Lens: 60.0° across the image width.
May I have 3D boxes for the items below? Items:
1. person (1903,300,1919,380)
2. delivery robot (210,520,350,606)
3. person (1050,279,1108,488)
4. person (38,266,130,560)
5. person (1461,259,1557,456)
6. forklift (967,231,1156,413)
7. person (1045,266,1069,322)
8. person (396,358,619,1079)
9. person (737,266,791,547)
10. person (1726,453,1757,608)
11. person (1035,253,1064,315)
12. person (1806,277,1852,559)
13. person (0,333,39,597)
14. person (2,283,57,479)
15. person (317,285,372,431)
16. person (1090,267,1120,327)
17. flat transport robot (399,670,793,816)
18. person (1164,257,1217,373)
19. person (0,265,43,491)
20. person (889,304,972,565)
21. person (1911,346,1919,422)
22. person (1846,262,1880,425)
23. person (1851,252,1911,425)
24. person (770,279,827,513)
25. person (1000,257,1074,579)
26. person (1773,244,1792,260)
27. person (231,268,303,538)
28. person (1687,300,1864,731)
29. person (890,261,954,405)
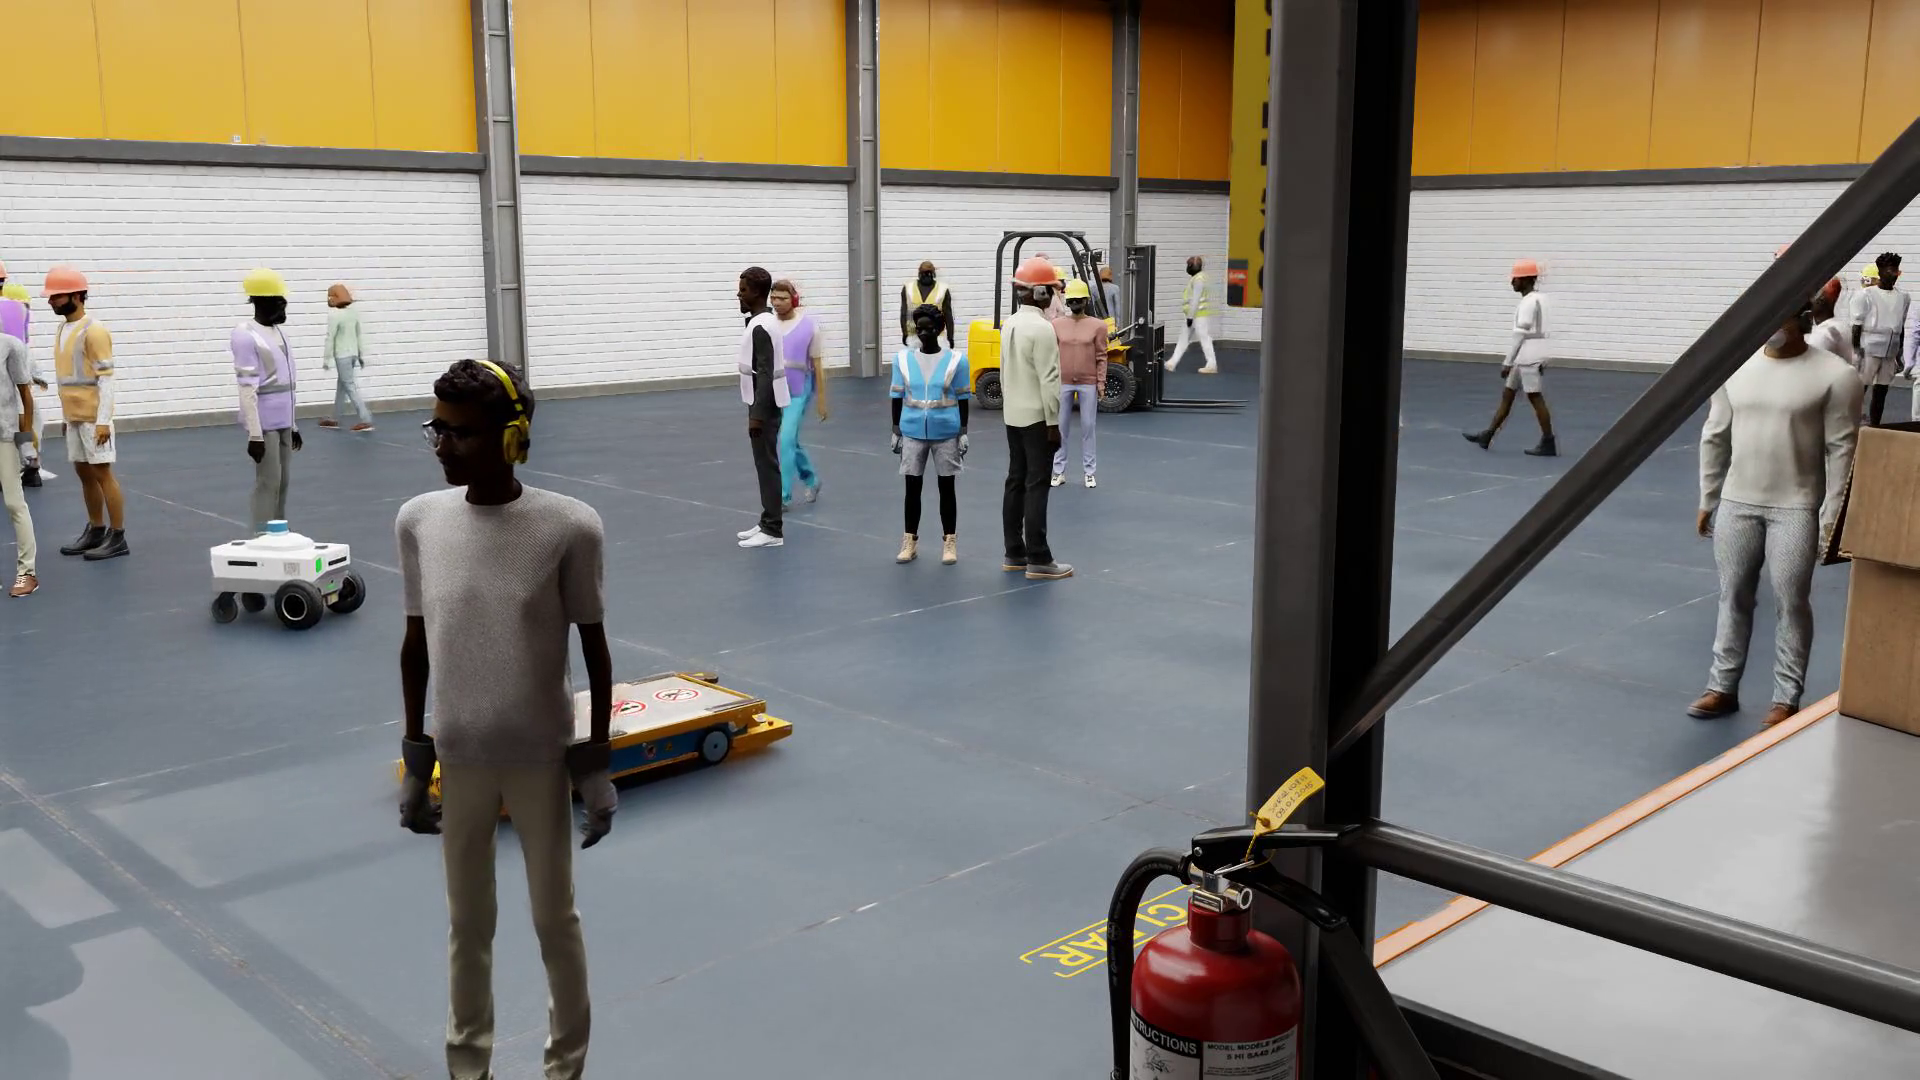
[{"bbox_3d":[9.274,-1.666,15.647,0.682,1.890,0.536,7,12,33],"label":"person"},{"bbox_3d":[-3.765,0.133,9.218,0.707,0.478,0.477,2,11,12],"label":"delivery robot"},{"bbox_3d":[0.985,-1.321,14.098,0.525,1.769,0.315,2,11,10],"label":"person"},{"bbox_3d":[-5.789,-0.829,10.956,0.551,1.932,0.378,8,13,36],"label":"person"},{"bbox_3d":[5.403,-1.770,16.194,0.977,1.887,0.563,5,11,25],"label":"person"},{"bbox_3d":[1.222,-2.721,20.561,2.313,2.155,1.214,2,11,13],"label":"forklift"},{"bbox_3d":[1.115,-2.308,19.473,0.309,1.772,0.525,1,10,8],"label":"person"},{"bbox_3d":[-1.042,0.516,3.820,0.520,1.865,0.335,1,10,7],"label":"person"},{"bbox_3d":[-1.358,-0.912,11.449,0.391,1.920,0.593,-1,10,-7],"label":"person"},{"bbox_3d":[4.692,-0.555,9.847,0.508,1.809,0.970,3,11,16],"label":"person"},{"bbox_3d":[1.246,-3.420,25.280,0.660,1.854,0.970,1,10,3],"label":"person"},{"bbox_3d":[5.578,-0.805,11.000,0.604,1.864,0.616,8,13,36],"label":"person"},{"bbox_3d":[-5.723,-0.587,9.812,0.528,1.869,0.313,0,10,1],"label":"person"},{"bbox_3d":[-8.194,-1.377,14.546,0.635,1.714,0.483,-4,11,-20],"label":"person"},{"bbox_3d":[-6.789,-1.993,18.235,0.779,1.591,0.519,2,11,13],"label":"person"},{"bbox_3d":[2.294,-3.516,26.429,0.507,1.631,0.271,3,11,13],"label":"person"},{"bbox_3d":[-1.436,0.785,6.695,1.431,0.197,0.652,-10,14,-44],"label":"flat transport robot"},{"bbox_3d":[3.574,-3.478,25.782,0.944,1.789,0.650,1,10,3],"label":"person"},{"bbox_3d":[-8.012,-1.370,13.904,0.371,1.933,0.551,2,11,9],"label":"person"},{"bbox_3d":[-0.195,-0.681,10.797,0.541,1.695,0.316,2,11,9],"label":"person"},{"bbox_3d":[10.516,-2.055,17.914,0.404,1.834,0.591,2,11,11],"label":"person"},{"bbox_3d":[10.260,-2.223,18.848,0.404,1.828,0.587,9,14,41],"label":"person"},{"bbox_3d":[9.166,-1.881,16.600,0.608,1.966,0.374,-2,11,-8],"label":"person"},{"bbox_3d":[-1.298,-1.130,12.976,0.609,1.806,0.888,5,12,27],"label":"person"},{"bbox_3d":[0.462,-0.760,10.407,0.375,1.997,0.608,-5,12,-26],"label":"person"},{"bbox_3d":[8.839,-2.159,17.934,0.393,2.036,0.605,4,11,23],"label":"person"},{"bbox_3d":[-4.377,-0.748,10.599,0.480,1.931,0.619,0,10,1],"label":"person"},{"bbox_3d":[3.504,-0.141,7.192,0.352,1.937,0.635,-9,14,-41],"label":"person"},{"bbox_3d":[-0.477,-2.545,20.684,0.820,1.810,0.529,1,10,5],"label":"person"}]
